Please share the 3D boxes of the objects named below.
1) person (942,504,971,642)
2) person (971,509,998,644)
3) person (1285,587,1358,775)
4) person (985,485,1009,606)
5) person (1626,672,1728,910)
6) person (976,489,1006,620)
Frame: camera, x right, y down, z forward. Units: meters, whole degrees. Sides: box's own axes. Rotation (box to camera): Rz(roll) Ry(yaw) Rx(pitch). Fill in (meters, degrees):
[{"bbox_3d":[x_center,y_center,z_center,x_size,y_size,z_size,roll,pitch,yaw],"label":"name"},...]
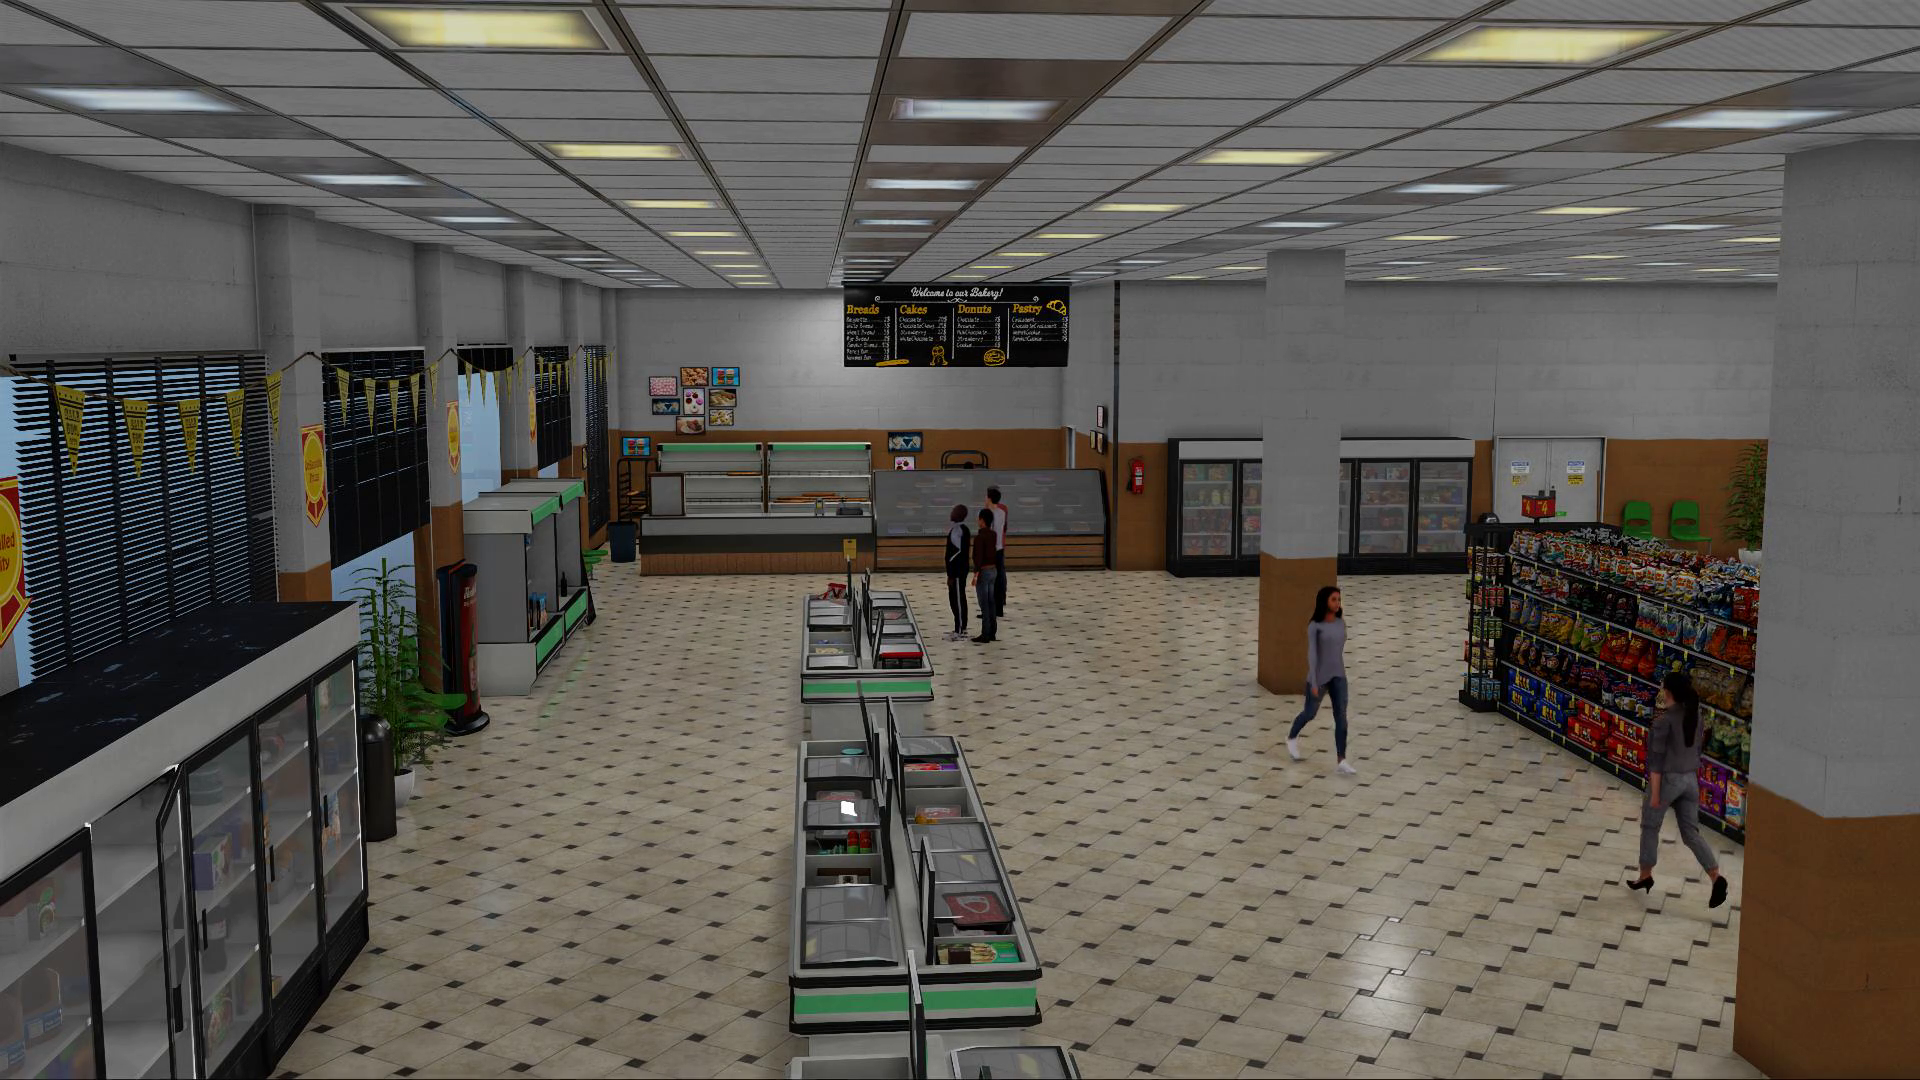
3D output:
[{"bbox_3d":[-0.018,0.420,22.262,0.788,1.826,0.632,2,7,17],"label":"person"},{"bbox_3d":[0.348,0.465,22.065,0.776,1.782,0.677,4,8,32],"label":"person"},{"bbox_3d":[3.340,1.301,15.508,0.854,1.697,1.216,-3,7,-22],"label":"person"},{"bbox_3d":[0.515,0.080,25.042,0.791,1.832,0.750,7,10,43],"label":"person"},{"bbox_3d":[5.086,1.785,11.696,0.838,1.650,1.145,-3,7,-22],"label":"person"},{"bbox_3d":[0.476,0.195,23.966,0.801,1.863,0.691,4,8,29],"label":"person"}]
